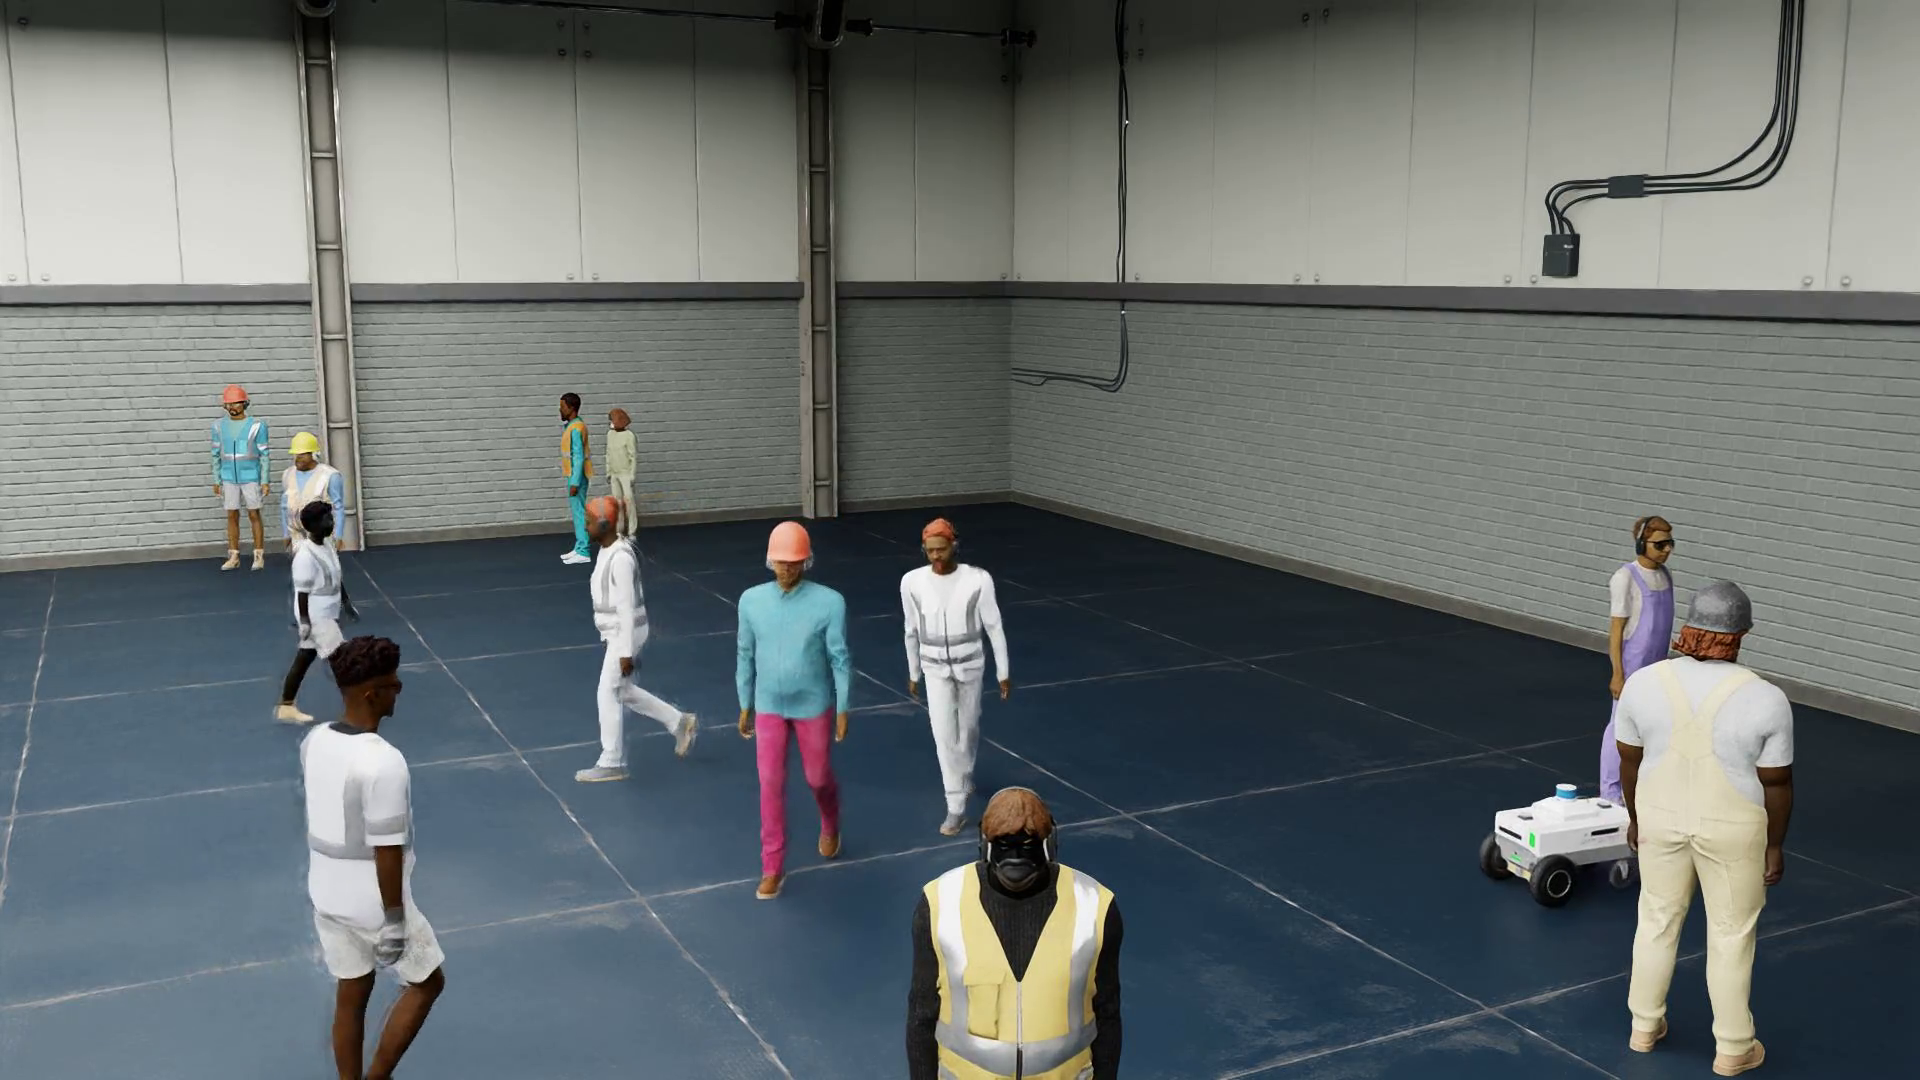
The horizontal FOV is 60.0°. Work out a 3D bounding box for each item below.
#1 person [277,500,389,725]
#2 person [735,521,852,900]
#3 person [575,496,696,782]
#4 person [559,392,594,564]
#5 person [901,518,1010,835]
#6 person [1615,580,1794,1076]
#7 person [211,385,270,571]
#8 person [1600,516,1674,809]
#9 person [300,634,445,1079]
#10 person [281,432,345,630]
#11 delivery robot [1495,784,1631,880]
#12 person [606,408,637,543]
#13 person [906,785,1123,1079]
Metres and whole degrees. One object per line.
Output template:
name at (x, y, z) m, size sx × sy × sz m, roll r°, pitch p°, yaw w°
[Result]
person at (-4.547, 0.534, 11.922) m, size 0.865 × 1.647 × 0.540 m, roll -1°, pitch 9°, yaw -6°
person at (-0.892, 0.863, 8.921) m, size 0.634 × 1.973 × 0.813 m, roll 1°, pitch 9°, yaw 8°
person at (-2.111, 0.624, 10.763) m, size 0.743 × 1.859 × 0.618 m, roll -3°, pitch 10°, yaw -20°
person at (-4.317, -0.698, 18.708) m, size 0.392 × 1.920 × 0.592 m, roll -3°, pitch 10°, yaw -16°
person at (-0.021, 0.753, 10.026) m, size 0.645 × 1.845 × 0.947 m, roll 1°, pitch 9°, yaw 8°
person at (3.084, 1.161, 6.876) m, size 0.684 × 2.000 × 0.538 m, roll 8°, pitch 12°, yaw 40°
person at (-7.858, -0.674, 18.171) m, size 0.604 × 2.044 × 0.375 m, roll -1°, pitch 9°, yaw -5°
person at (4.057, 0.764, 9.919) m, size 0.514 × 1.844 × 0.328 m, roll -6°, pitch 11°, yaw -34°
person at (-2.201, 1.309, 6.221) m, size 0.617 × 1.950 × 0.412 m, roll 7°, pitch 11°, yaw 36°
person at (-5.895, -0.072, 15.124) m, size 0.600 × 1.827 × 0.404 m, roll 2°, pitch 9°, yaw 12°
delivery robot at (3.205, 1.538, 8.817) m, size 0.707 × 0.478 × 0.477 m, roll -3°, pitch 10°, yaw -21°
person at (-4.091, -0.778, 20.069) m, size 0.499 × 1.633 × 0.288 m, roll 8°, pitch 12°, yaw 39°
person at (0.158, 1.601, 4.777) m, size 0.627 × 1.844 × 0.429 m, roll 0°, pitch 9°, yaw -2°
